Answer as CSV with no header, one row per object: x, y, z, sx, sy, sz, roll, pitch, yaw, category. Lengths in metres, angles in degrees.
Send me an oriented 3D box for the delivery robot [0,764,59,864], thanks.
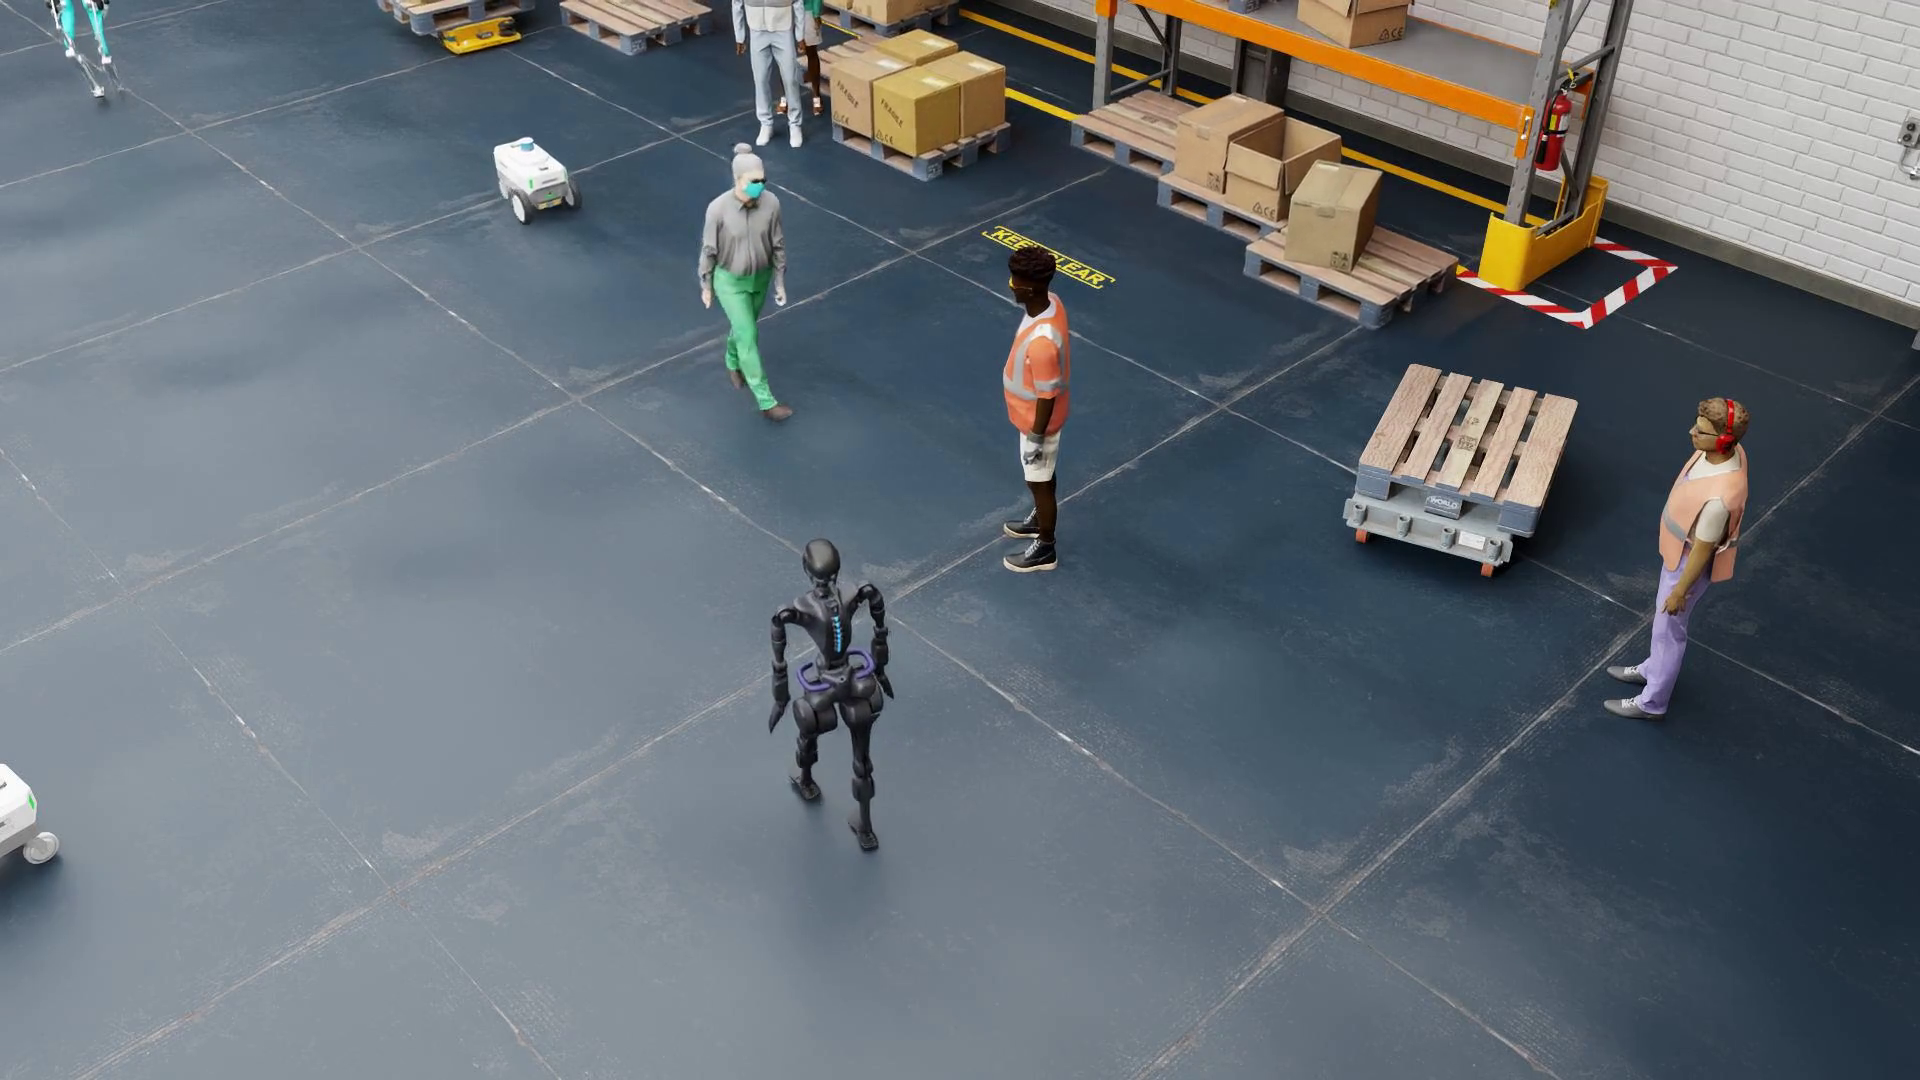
-4.561,1.387,7.476,0.499,0.614,0.791,26,44,30,delivery robot

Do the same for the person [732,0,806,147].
-1.566,-4.206,13.745,0.600,1.907,0.398,1,37,2,person

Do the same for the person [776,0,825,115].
-1.411,-4.573,14.293,0.503,1.838,0.400,1,37,1,person

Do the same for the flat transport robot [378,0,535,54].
-4.919,-5.109,16.297,0.659,0.231,1.431,-25,44,-29,flat transport robot

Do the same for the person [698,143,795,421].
-1.357,-1.642,10.446,0.520,1.800,0.891,-23,43,-27,person

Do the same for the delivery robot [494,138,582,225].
-3.358,-2.855,13.086,0.499,0.606,0.809,-24,43,-28,delivery robot

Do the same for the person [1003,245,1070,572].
0.412,-0.702,9.058,0.364,1.962,0.610,2,37,3,person

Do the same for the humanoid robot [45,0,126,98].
-7.679,-4.628,14.465,0.544,1.794,0.854,-11,39,-15,humanoid robot

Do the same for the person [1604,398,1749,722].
3.544,0.113,8.085,0.387,1.839,0.559,13,39,16,person

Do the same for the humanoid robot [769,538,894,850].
-0.597,0.640,7.525,0.603,1.638,0.656,-15,40,-19,humanoid robot
